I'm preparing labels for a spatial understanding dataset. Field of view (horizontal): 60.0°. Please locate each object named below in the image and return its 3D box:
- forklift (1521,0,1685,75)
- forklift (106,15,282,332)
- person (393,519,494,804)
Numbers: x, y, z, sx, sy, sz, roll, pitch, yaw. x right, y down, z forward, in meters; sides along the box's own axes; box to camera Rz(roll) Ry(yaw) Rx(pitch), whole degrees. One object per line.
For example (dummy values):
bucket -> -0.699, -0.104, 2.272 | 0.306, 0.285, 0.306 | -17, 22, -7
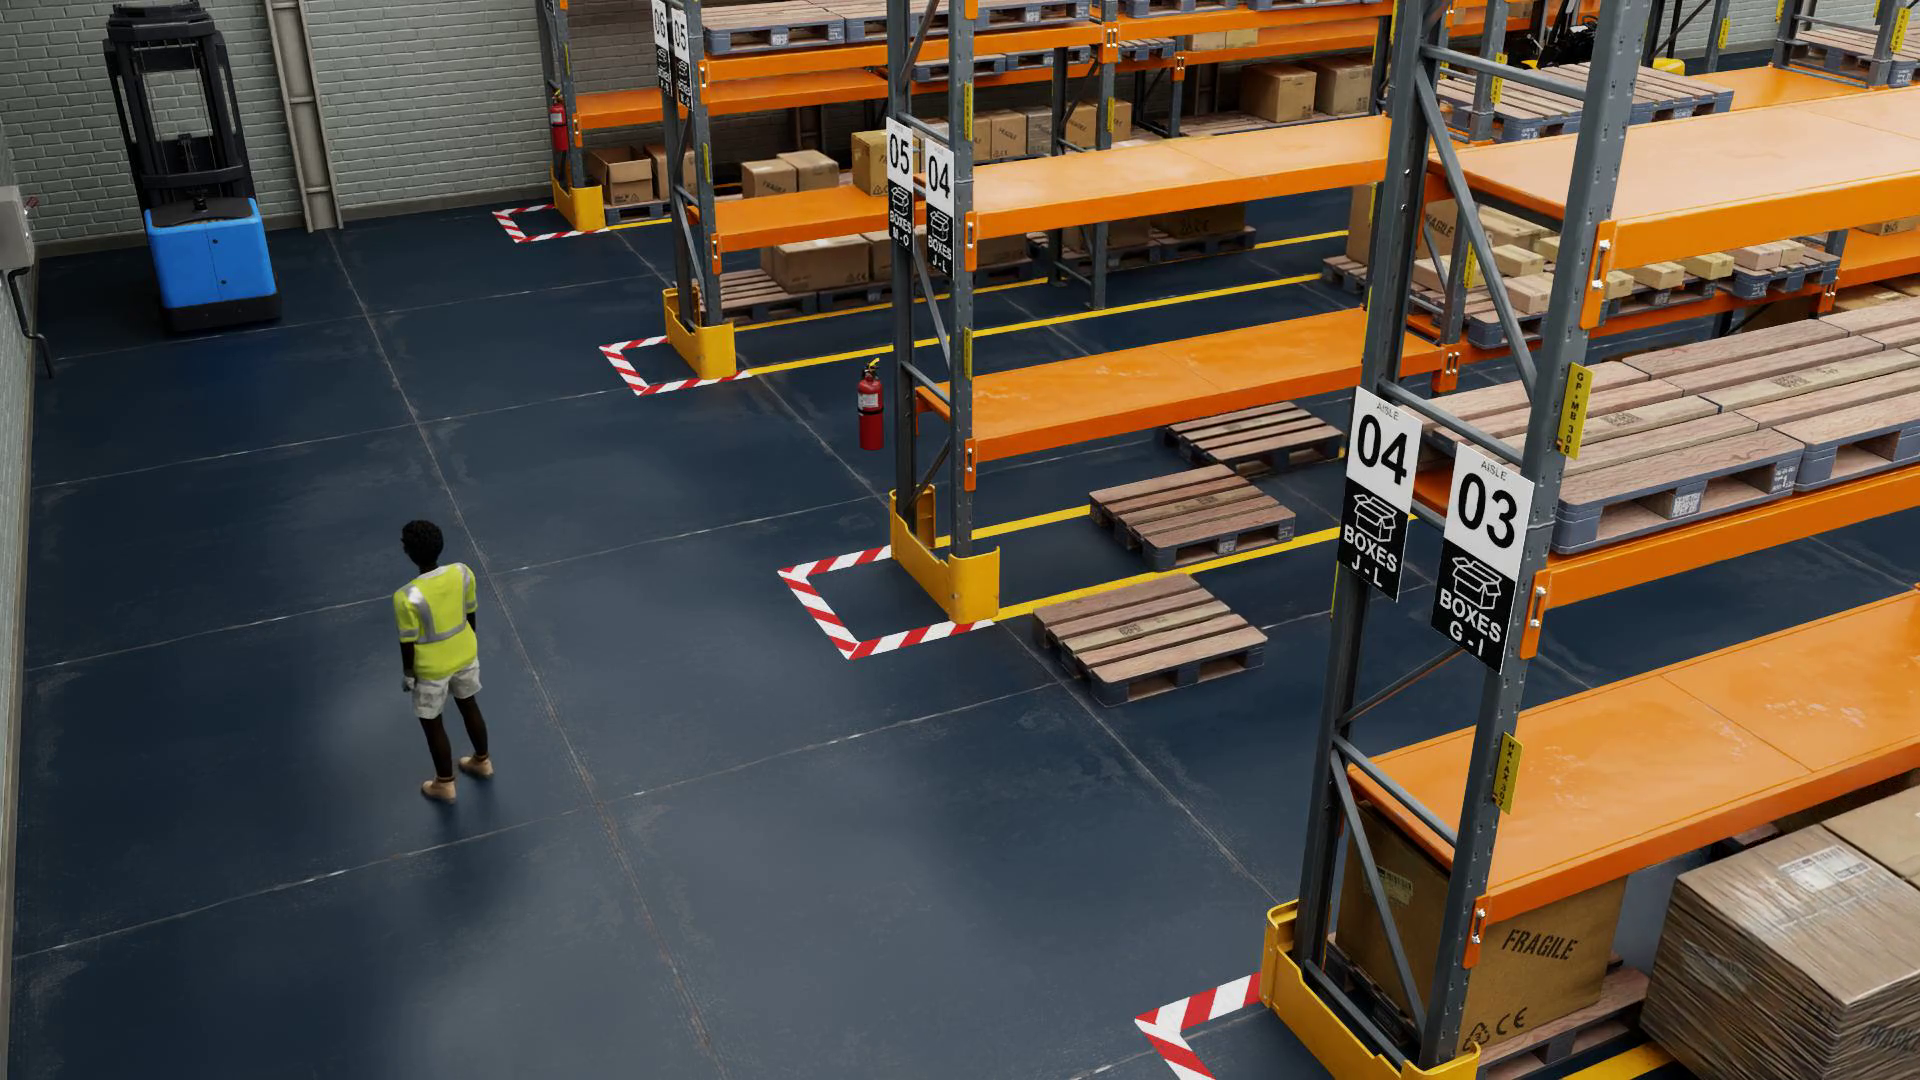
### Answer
forklift -> 8.950, -6.807, 23.056 | 1.214, 2.155, 2.313 | -12, 30, -22
forklift -> -7.548, -3.672, 16.323 | 1.129, 2.768, 1.873 | -12, 30, -22
person -> -2.881, 0.666, 9.286 | 0.320, 1.683, 0.538 | 16, 32, 28
